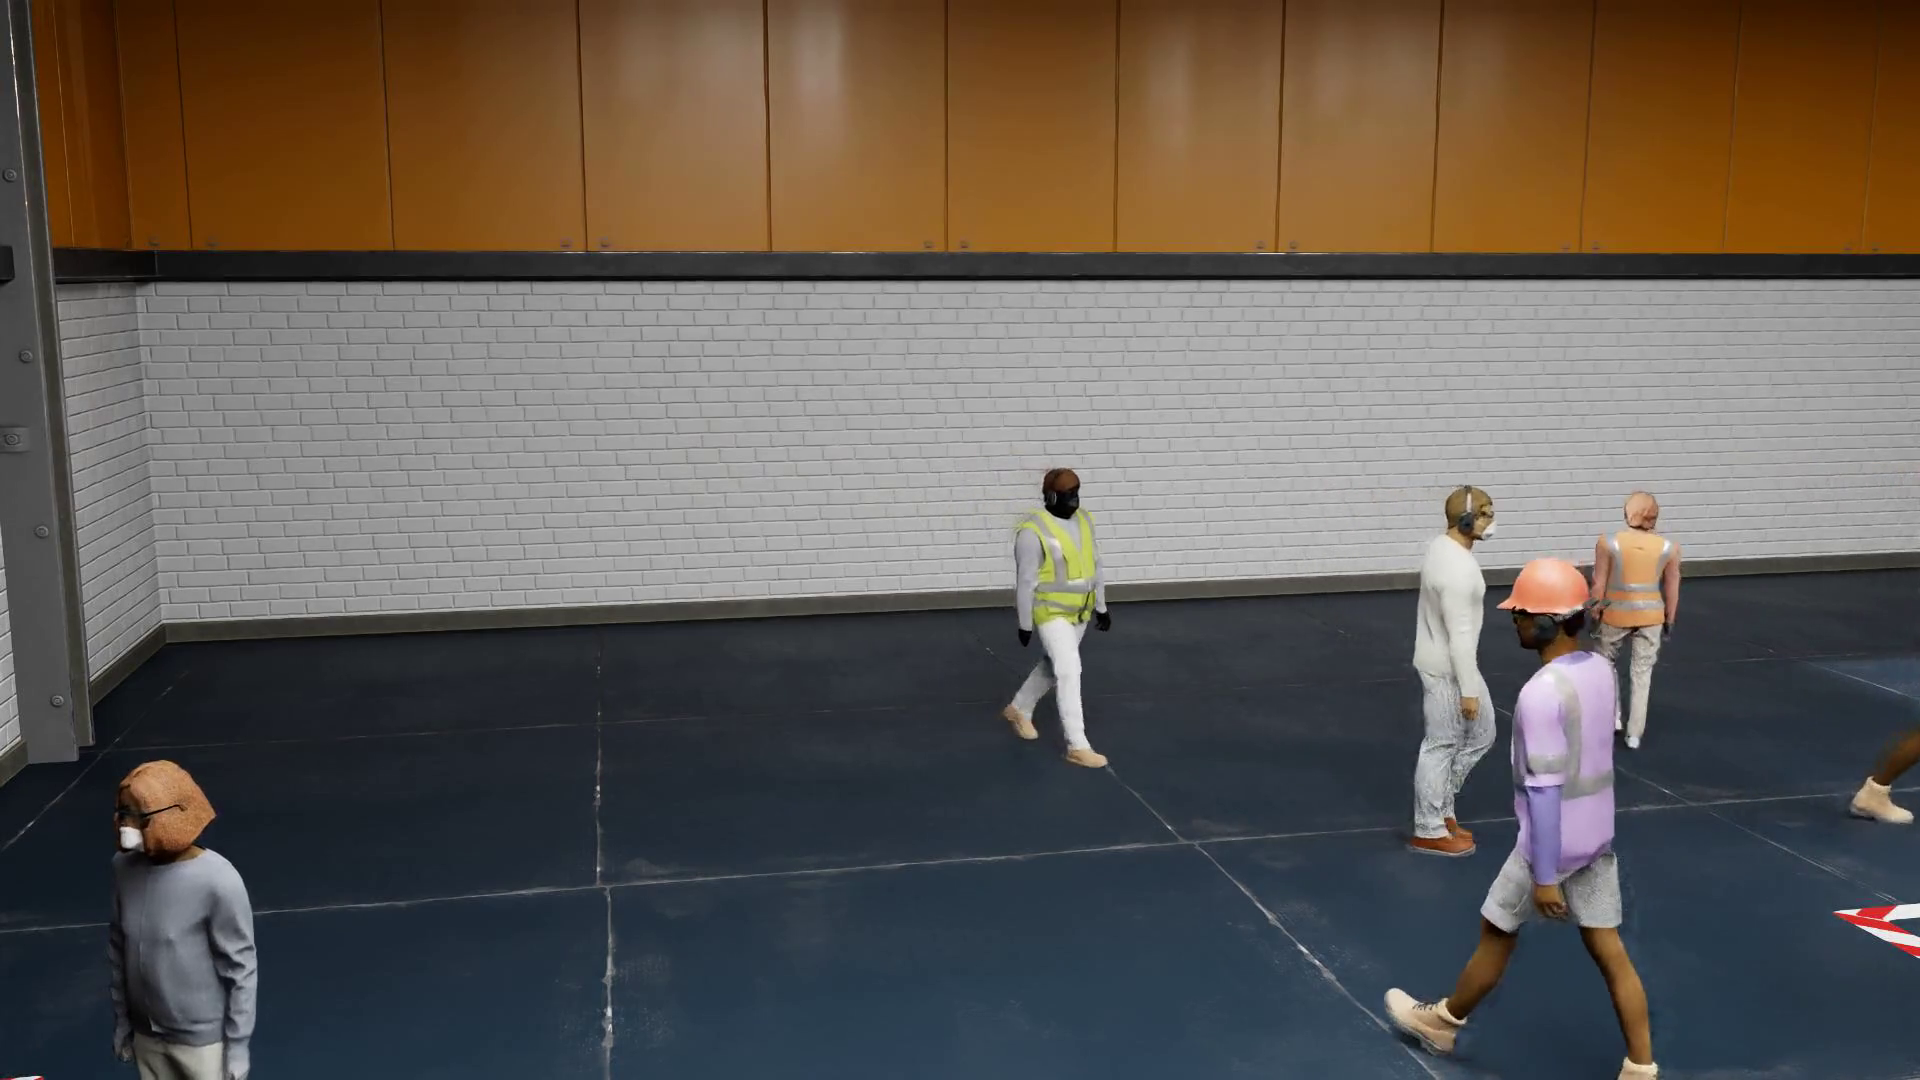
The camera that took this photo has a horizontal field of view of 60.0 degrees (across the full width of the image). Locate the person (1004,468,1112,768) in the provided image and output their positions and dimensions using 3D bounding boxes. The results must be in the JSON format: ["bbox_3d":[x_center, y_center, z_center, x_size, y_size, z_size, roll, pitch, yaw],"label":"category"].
[{"bbox_3d":[0.574,0.435,10.265,0.919,1.808,0.629,8,12,41],"label":"person"}]

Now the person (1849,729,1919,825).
[{"bbox_3d":[5.263,0.617,8.675,1.041,1.979,0.678,9,13,42],"label":"person"}]

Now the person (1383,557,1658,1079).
[{"bbox_3d":[2.104,1.044,6.006,0.622,1.979,1.104,-8,13,-42],"label":"person"}]

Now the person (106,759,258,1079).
[{"bbox_3d":[-2.226,1.420,4.761,0.507,1.631,0.266,4,10,22],"label":"person"}]

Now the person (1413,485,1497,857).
[{"bbox_3d":[2.528,0.676,8.406,0.473,1.923,0.659,2,10,14],"label":"person"}]

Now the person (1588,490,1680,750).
[{"bbox_3d":[4.199,0.501,10.387,0.538,1.623,0.385,2,10,11],"label":"person"}]
